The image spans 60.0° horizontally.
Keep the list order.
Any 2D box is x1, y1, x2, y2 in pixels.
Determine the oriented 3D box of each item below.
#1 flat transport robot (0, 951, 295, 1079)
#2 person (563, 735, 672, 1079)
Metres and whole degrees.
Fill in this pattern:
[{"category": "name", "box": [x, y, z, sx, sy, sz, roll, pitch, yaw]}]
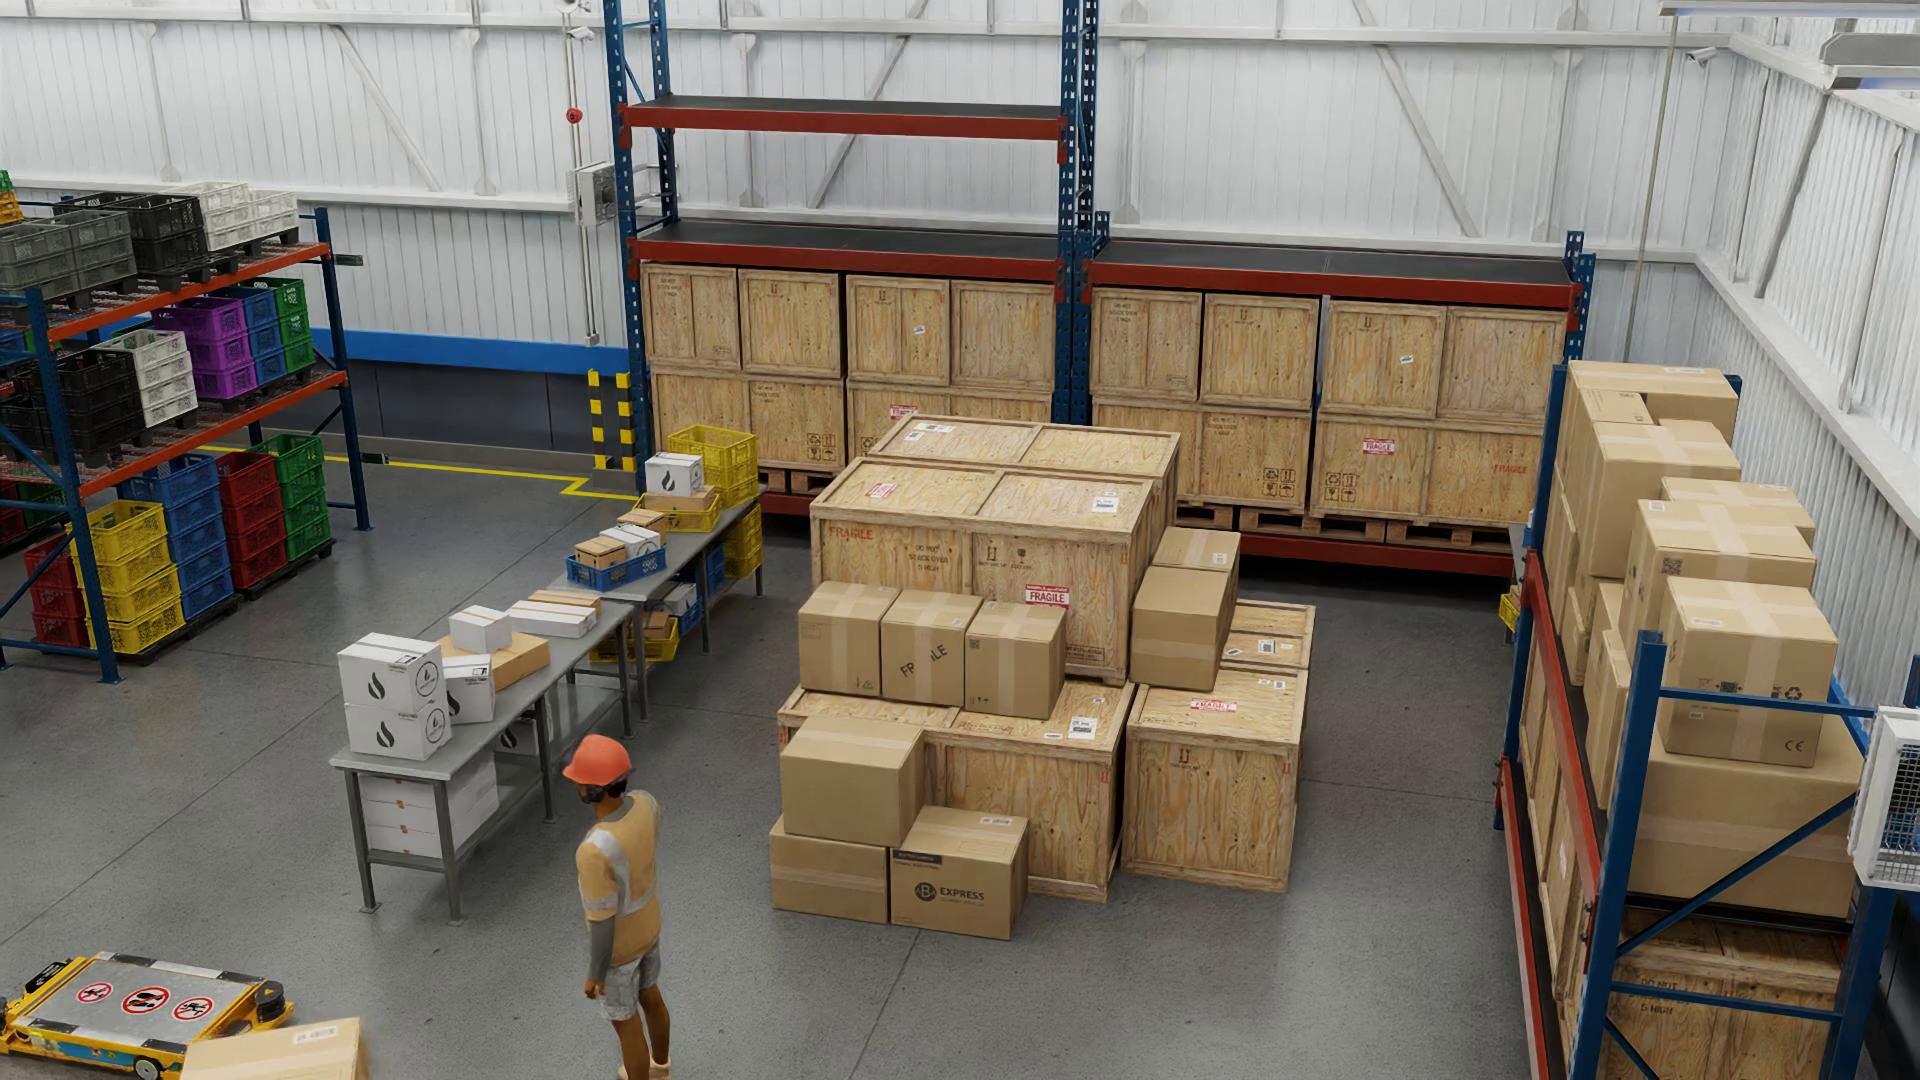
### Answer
[{"category": "flat transport robot", "box": [-4.270, 2.464, 8.601, 1.431, 0.231, 0.659, 5, 22, 13]}, {"category": "person", "box": [-1.597, 1.840, 7.756, 0.391, 2.040, 0.607, 6, 22, 15]}]
